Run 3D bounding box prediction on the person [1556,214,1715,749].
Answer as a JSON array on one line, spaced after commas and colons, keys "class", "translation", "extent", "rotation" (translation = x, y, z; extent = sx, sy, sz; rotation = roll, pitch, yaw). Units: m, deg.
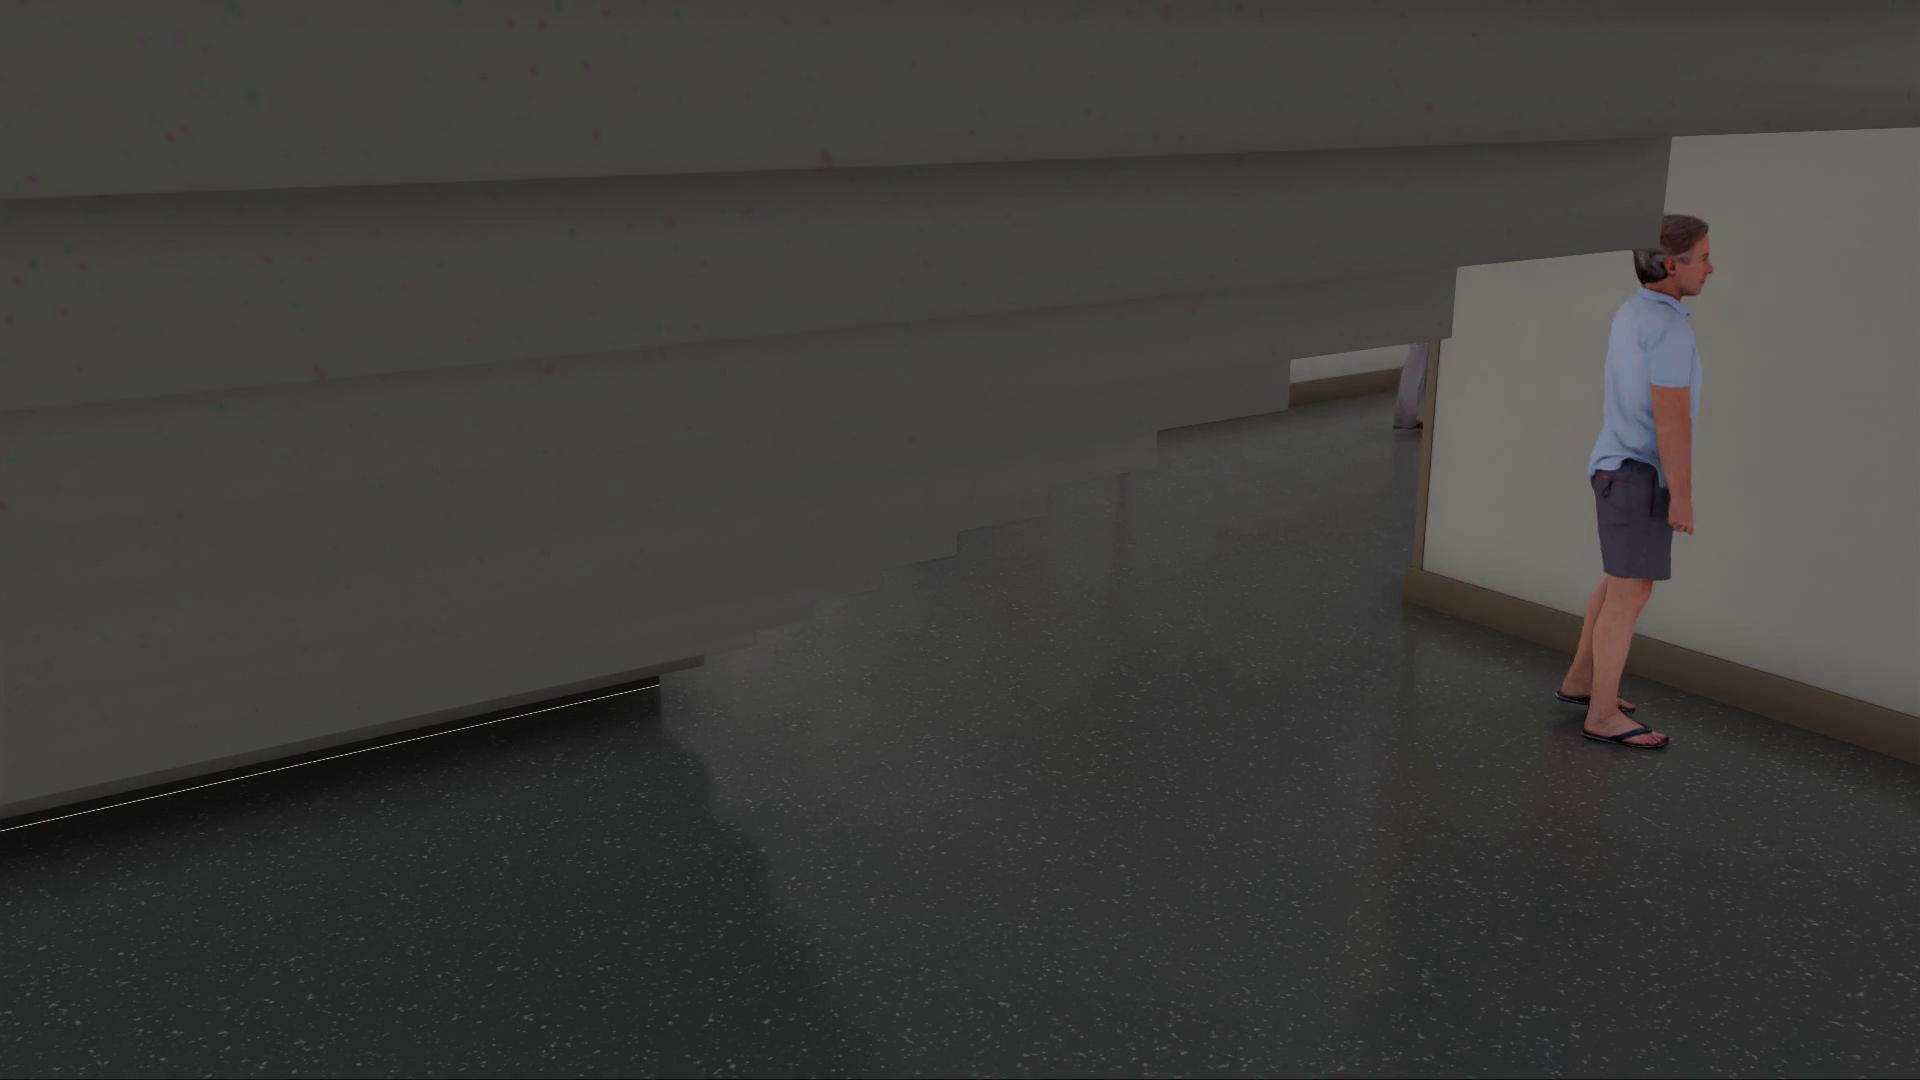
[{"class": "person", "translation": [2.300, -0.206, 5.731], "extent": [0.819, 1.830, 0.759], "rotation": [3, 16, 10]}]
